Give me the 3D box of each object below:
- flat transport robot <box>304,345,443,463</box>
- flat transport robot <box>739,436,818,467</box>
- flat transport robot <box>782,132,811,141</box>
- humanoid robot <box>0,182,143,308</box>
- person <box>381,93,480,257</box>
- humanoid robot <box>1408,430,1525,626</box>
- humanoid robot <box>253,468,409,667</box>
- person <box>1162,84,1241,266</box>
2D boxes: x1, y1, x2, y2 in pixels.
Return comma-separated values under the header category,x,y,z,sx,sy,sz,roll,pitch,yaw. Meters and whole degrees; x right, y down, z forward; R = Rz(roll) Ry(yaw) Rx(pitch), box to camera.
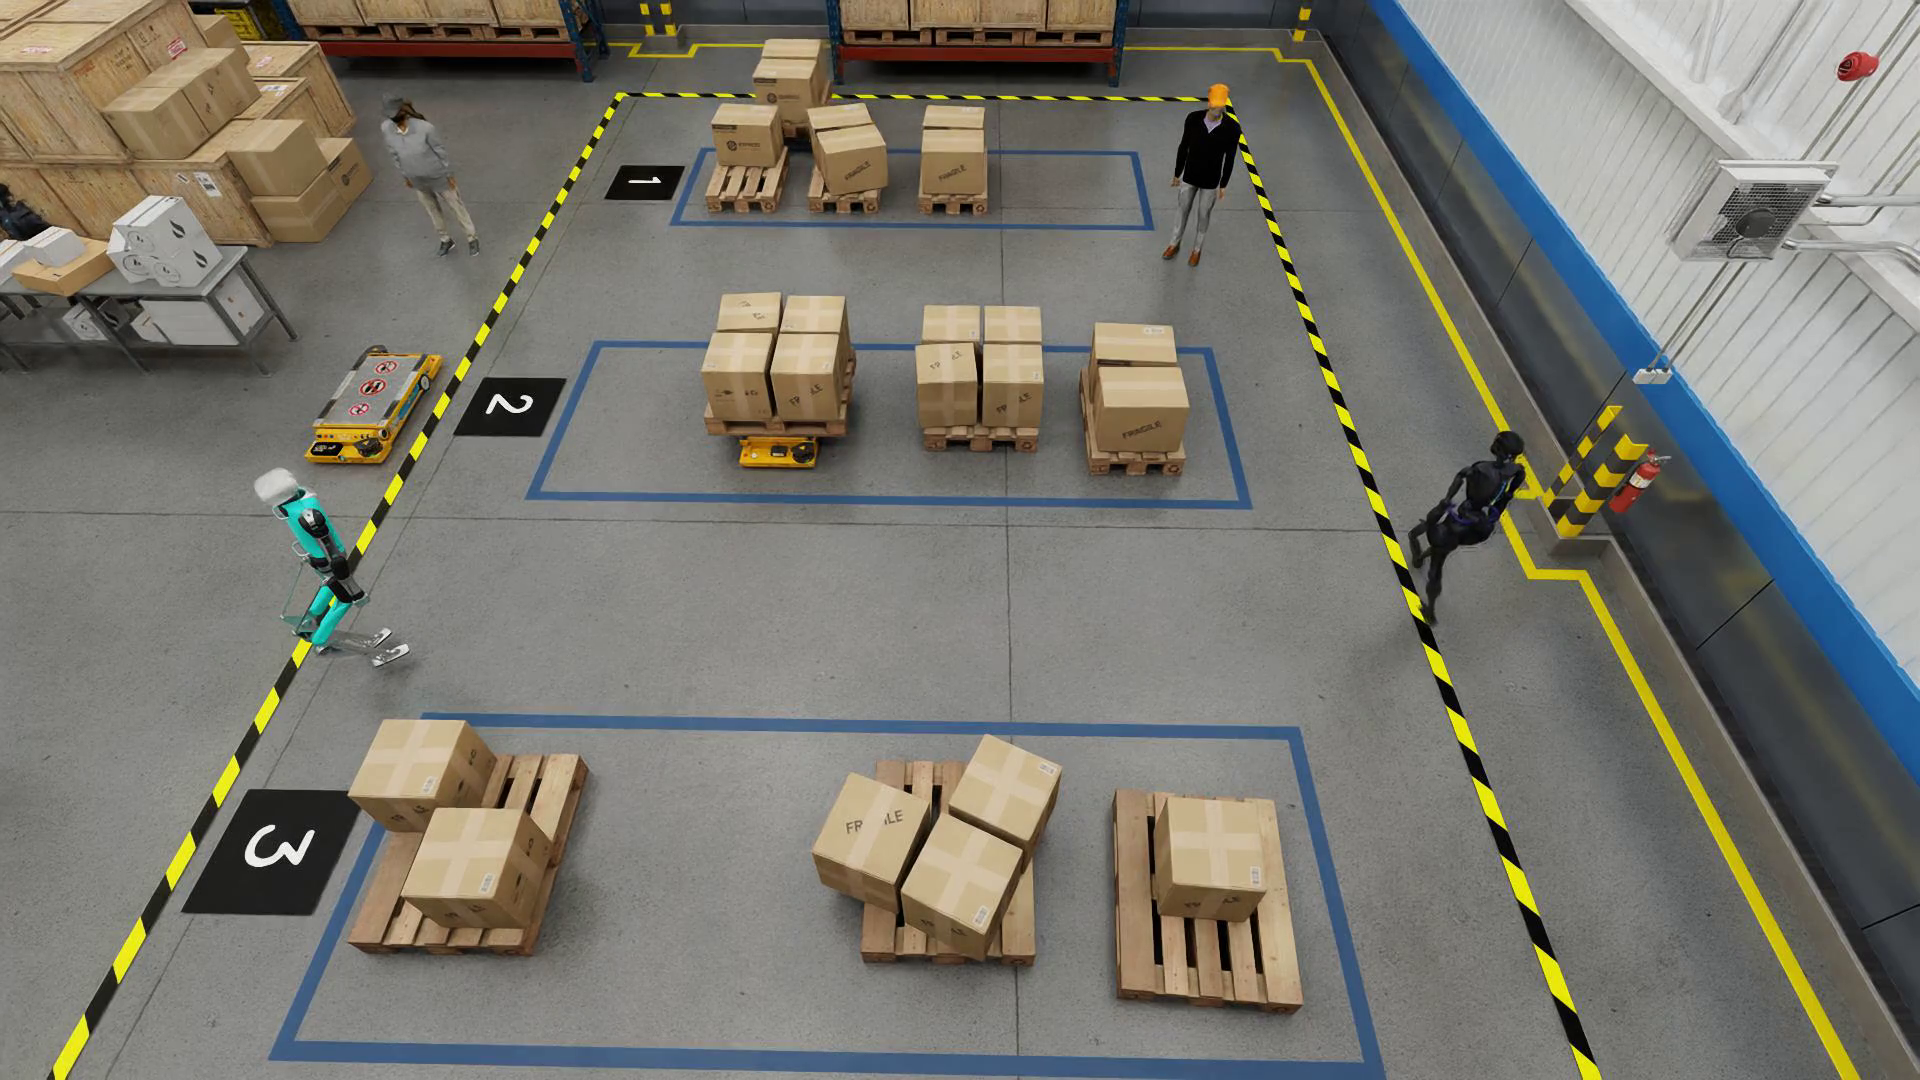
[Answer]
category,x,y,z,sx,sy,sz,roll,pitch,yaw
flat transport robot,-5.383,-1.269,8.441,0.659,0.231,1.431,1,50,1
flat transport robot,-1.582,-1.235,8.394,0.652,0.197,1.431,1,50,1
flat transport robot,-2.069,-5.427,11.941,1.431,0.197,0.652,1,50,1
humanoid robot,-8.540,-2.690,8.727,0.584,1.630,0.625,5,50,4
person,-5.568,-3.818,9.618,0.564,1.761,0.407,0,50,0
humanoid robot,3.583,-0.147,6.597,0.609,1.625,0.768,-7,50,-6
humanoid robot,-4.299,0.306,6.057,0.533,1.677,0.735,35,58,26
person,2.487,-3.743,9.476,0.590,1.883,0.369,23,53,18
